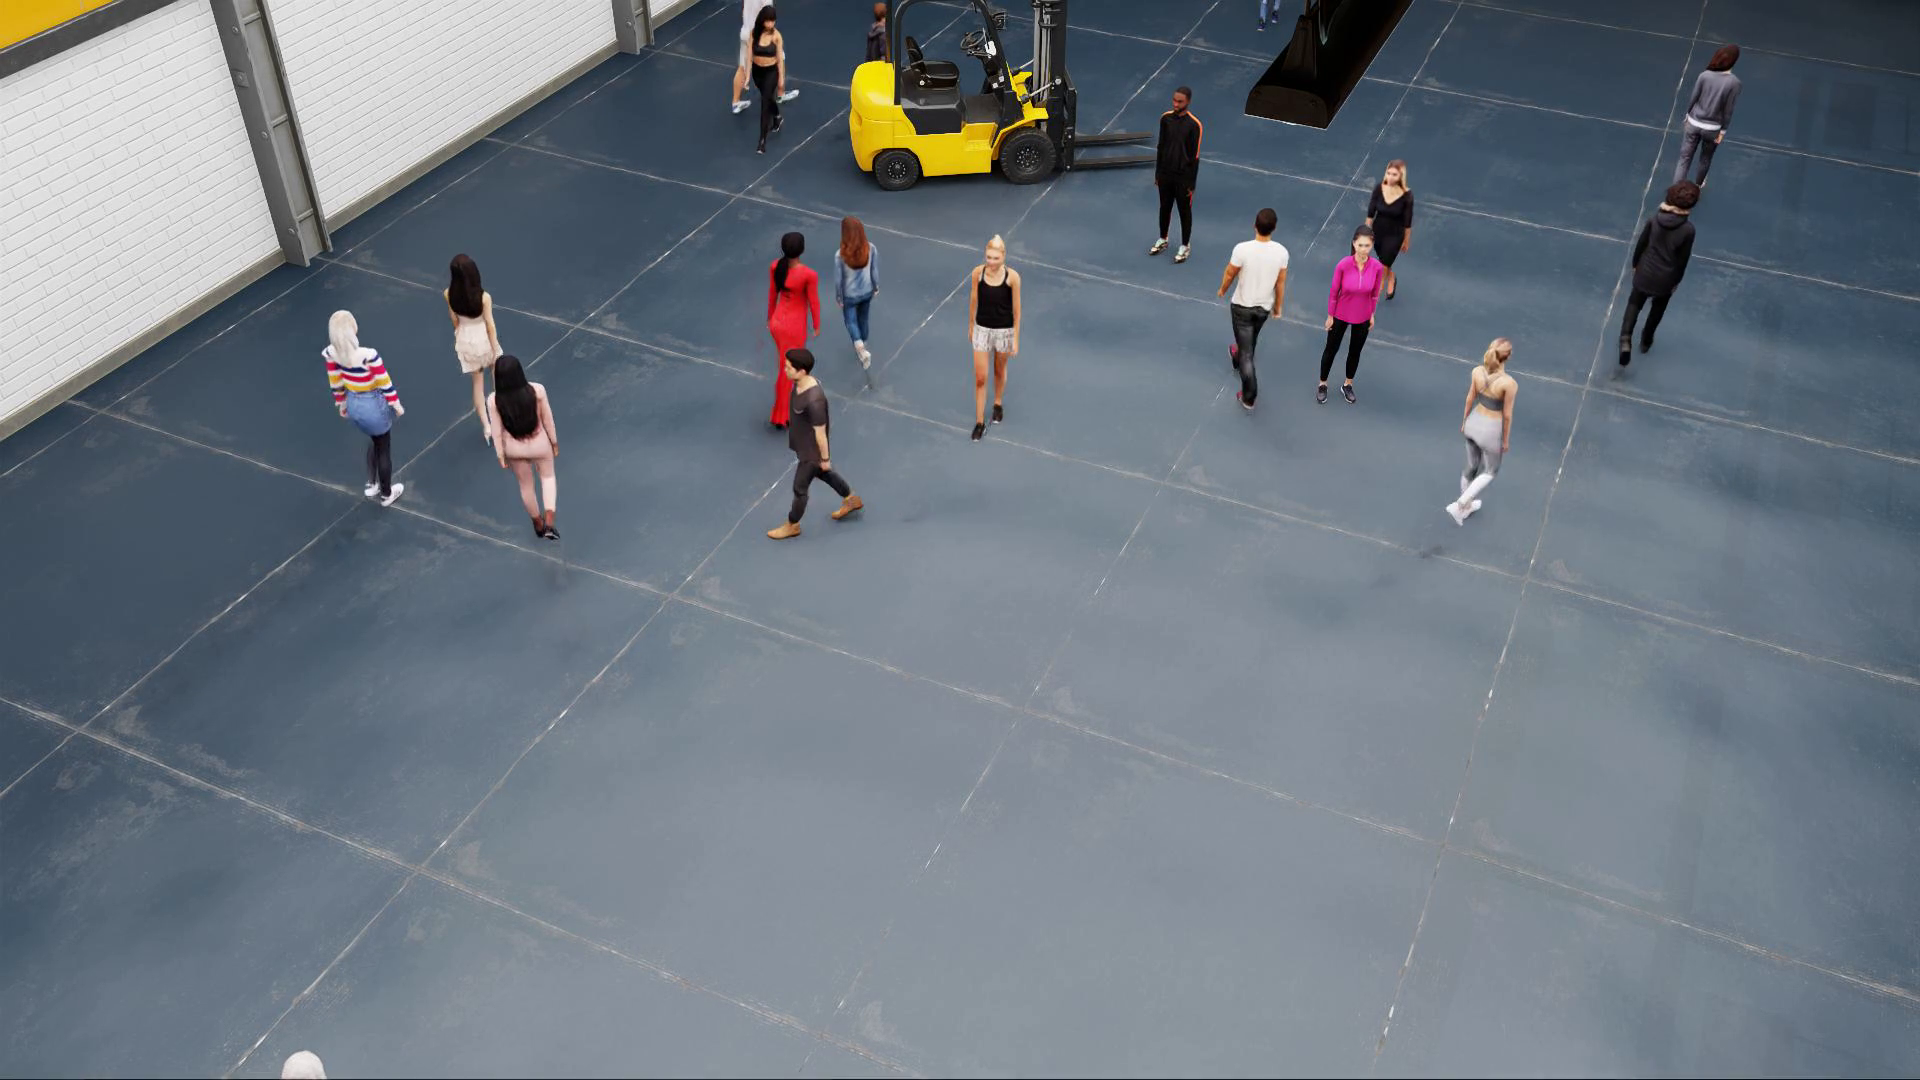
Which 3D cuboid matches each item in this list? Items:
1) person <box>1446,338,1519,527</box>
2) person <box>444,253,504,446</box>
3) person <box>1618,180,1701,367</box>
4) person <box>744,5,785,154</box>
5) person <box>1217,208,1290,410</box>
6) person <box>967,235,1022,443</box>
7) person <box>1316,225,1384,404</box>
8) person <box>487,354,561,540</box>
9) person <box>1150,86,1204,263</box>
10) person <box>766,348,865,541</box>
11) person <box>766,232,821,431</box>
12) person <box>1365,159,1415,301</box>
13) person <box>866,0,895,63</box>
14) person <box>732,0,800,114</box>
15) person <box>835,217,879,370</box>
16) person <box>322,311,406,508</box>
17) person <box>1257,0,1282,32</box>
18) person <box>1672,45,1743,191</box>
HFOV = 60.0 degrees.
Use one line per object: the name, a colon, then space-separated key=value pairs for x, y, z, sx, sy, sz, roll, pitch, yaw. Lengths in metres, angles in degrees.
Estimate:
person: x=4.070 y=-0.809 z=13.054 sx=0.907 sy=1.697 sz=0.775 roll=-27 pitch=46 yaw=-30
person: x=-4.088 y=-1.563 z=13.985 sx=0.750 sy=1.713 sz=0.902 roll=3 pitch=39 yaw=4
person: x=6.251 y=-2.367 z=14.958 sx=0.722 sy=1.756 sz=1.102 roll=22 pitch=44 yaw=25
person: x=-2.162 y=-5.244 z=18.693 sx=0.725 sy=1.590 sz=1.152 roll=7 pitch=39 yaw=9
person: x=2.563 y=-1.976 z=14.481 sx=1.080 sy=1.750 sz=1.254 roll=-6 pitch=39 yaw=-8
person: x=0.312 y=-1.825 z=14.221 sx=0.764 sy=1.827 sz=0.953 roll=6 pitch=39 yaw=7
person: x=3.411 y=-1.964 z=14.507 sx=0.676 sy=1.698 sz=0.691 roll=0 pitch=39 yaw=0
person: x=-3.324 y=-0.654 z=12.846 sx=0.891 sy=1.713 sz=0.956 roll=-11 pitch=40 yaw=-14
person: x=2.170 y=-3.650 z=16.524 sx=0.637 sy=1.806 sz=0.570 roll=22 pitch=44 yaw=25
person: x=-1.093 y=-0.772 z=13.018 sx=1.117 sy=1.684 sz=1.080 roll=-11 pitch=40 yaw=-13
person: x=-1.499 y=-1.751 z=14.211 sx=0.688 sy=1.735 sz=1.067 roll=20 pitch=43 yaw=23
person: x=4.052 y=-2.842 z=15.659 sx=0.737 sy=1.623 sz=1.145 roll=25 pitch=45 yaw=28
person: x=-0.980 y=-5.422 z=19.052 sx=0.948 sy=1.420 sz=0.817 roll=-23 pitch=44 yaw=-26
person: x=-2.391 y=-5.770 z=19.196 sx=1.196 sy=1.785 sz=0.986 roll=-31 pitch=48 yaw=-33
person: x=-0.908 y=-2.196 z=14.978 sx=0.855 sy=1.463 sz=0.905 roll=-14 pitch=41 yaw=-17
person: x=-4.747 y=-0.999 z=13.210 sx=0.663 sy=1.798 sz=0.642 roll=13 pitch=41 yaw=16
person: x=4.065 y=-7.252 z=21.505 sx=0.597 sy=1.218 sz=0.918 roll=9 pitch=40 yaw=12
person: x=7.744 y=-4.275 z=17.368 sx=0.704 sy=1.729 sz=1.116 roll=22 pitch=43 yaw=25
